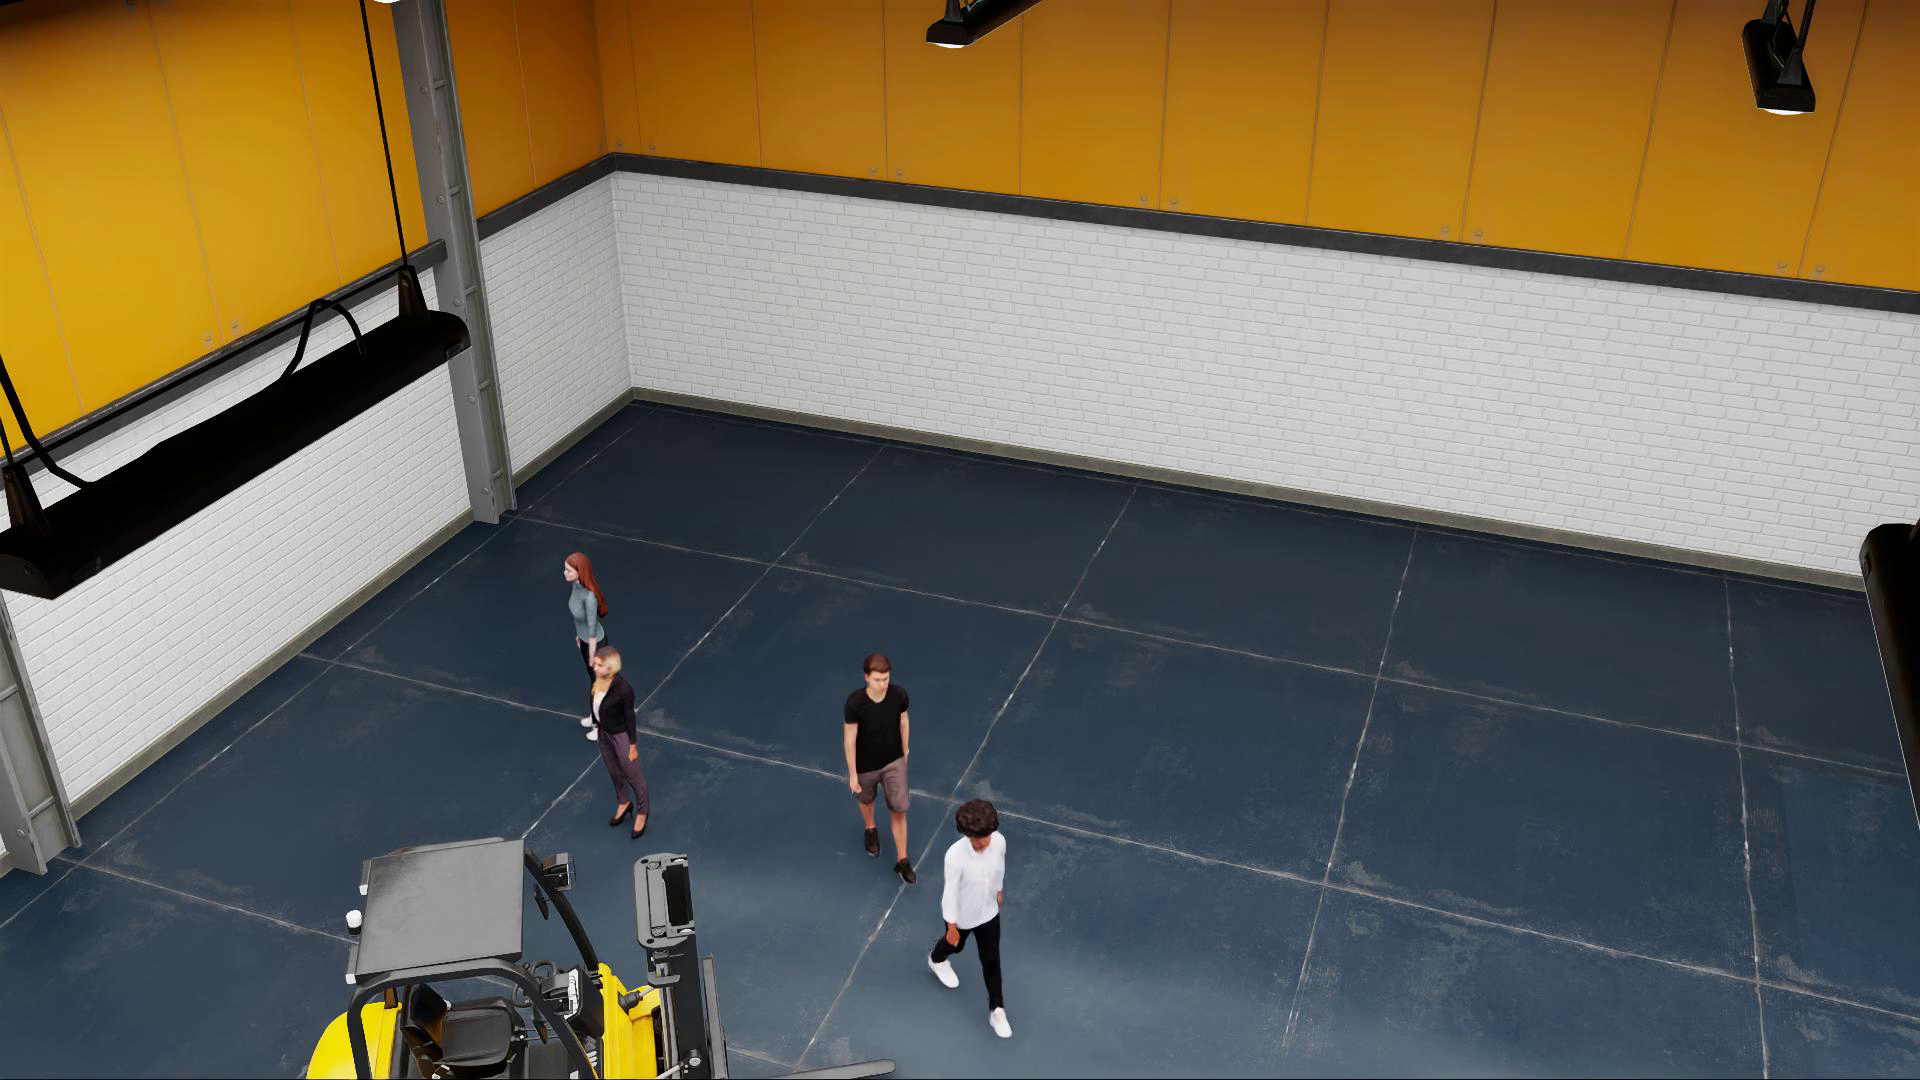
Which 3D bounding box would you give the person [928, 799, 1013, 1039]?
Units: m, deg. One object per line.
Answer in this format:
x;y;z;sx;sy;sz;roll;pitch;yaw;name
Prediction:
0.027;2.374;10.997;1.184;1.764;1.197;-18;34;-30;person

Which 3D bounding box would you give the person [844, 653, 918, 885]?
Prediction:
-0.628;1.583;12.378;1.007;1.831;1.154;-6;29;-11;person

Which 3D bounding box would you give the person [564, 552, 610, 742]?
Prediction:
-3.050;0.862;13.793;0.726;1.740;0.657;-11;30;-19;person

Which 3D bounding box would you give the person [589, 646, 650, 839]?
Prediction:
-2.588;1.520;12.663;0.651;1.669;0.623;20;35;32;person
